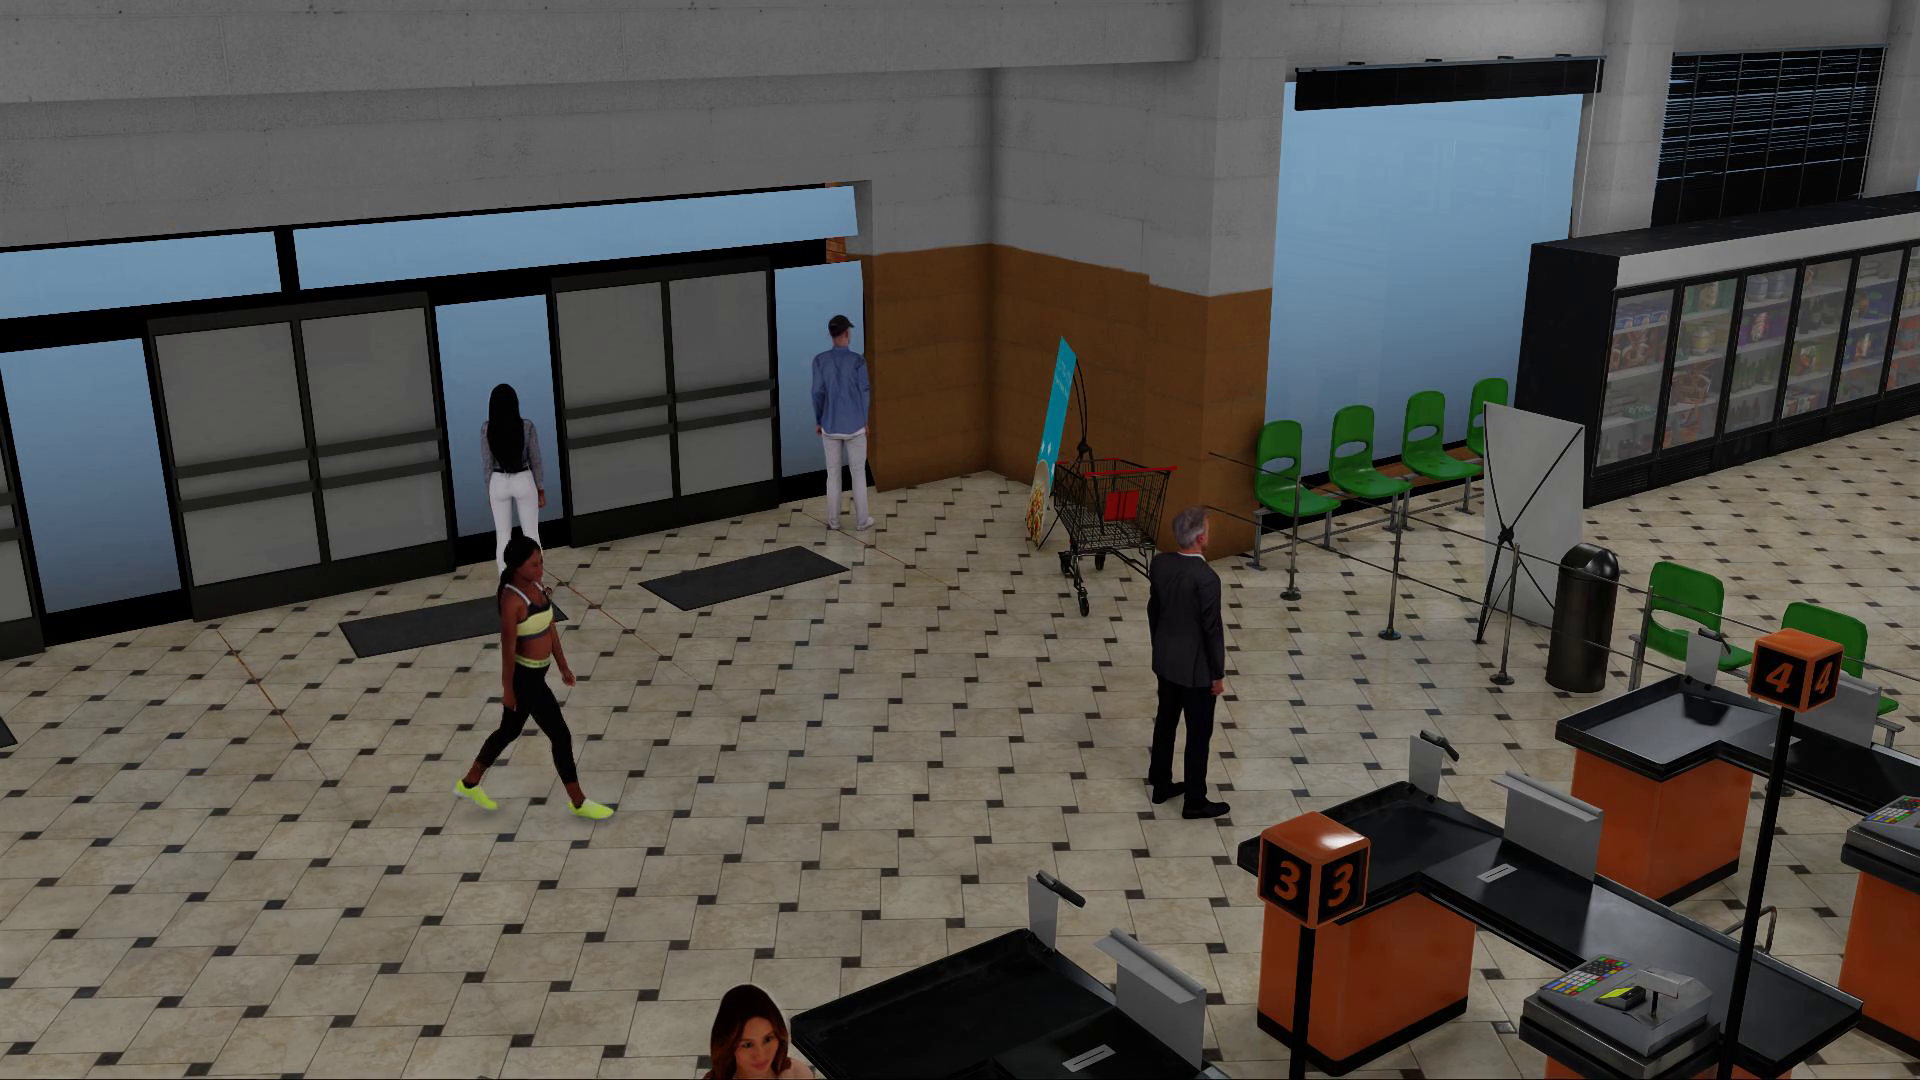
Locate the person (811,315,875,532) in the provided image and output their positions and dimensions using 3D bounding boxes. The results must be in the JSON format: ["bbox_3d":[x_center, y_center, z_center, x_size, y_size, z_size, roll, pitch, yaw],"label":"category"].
[{"bbox_3d":[-1.007,-1.000,14.360,0.742,1.884,0.793,2,19,7],"label":"person"}]

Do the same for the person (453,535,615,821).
[{"bbox_3d":[-2.506,0.797,9.299,1.105,1.712,1.122,1,19,4],"label":"person"}]

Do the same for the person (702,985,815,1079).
[{"bbox_3d":[-0.630,2.153,5.152,0.597,1.792,0.531,-11,21,-29],"label":"person"}]

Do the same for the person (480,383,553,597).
[{"bbox_3d":[-3.411,-0.362,12.717,0.677,1.725,0.678,-2,19,-6],"label":"person"}]

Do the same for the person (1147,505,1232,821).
[{"bbox_3d":[1.294,0.680,9.441,0.760,1.842,0.523,-13,23,-34],"label":"person"}]
